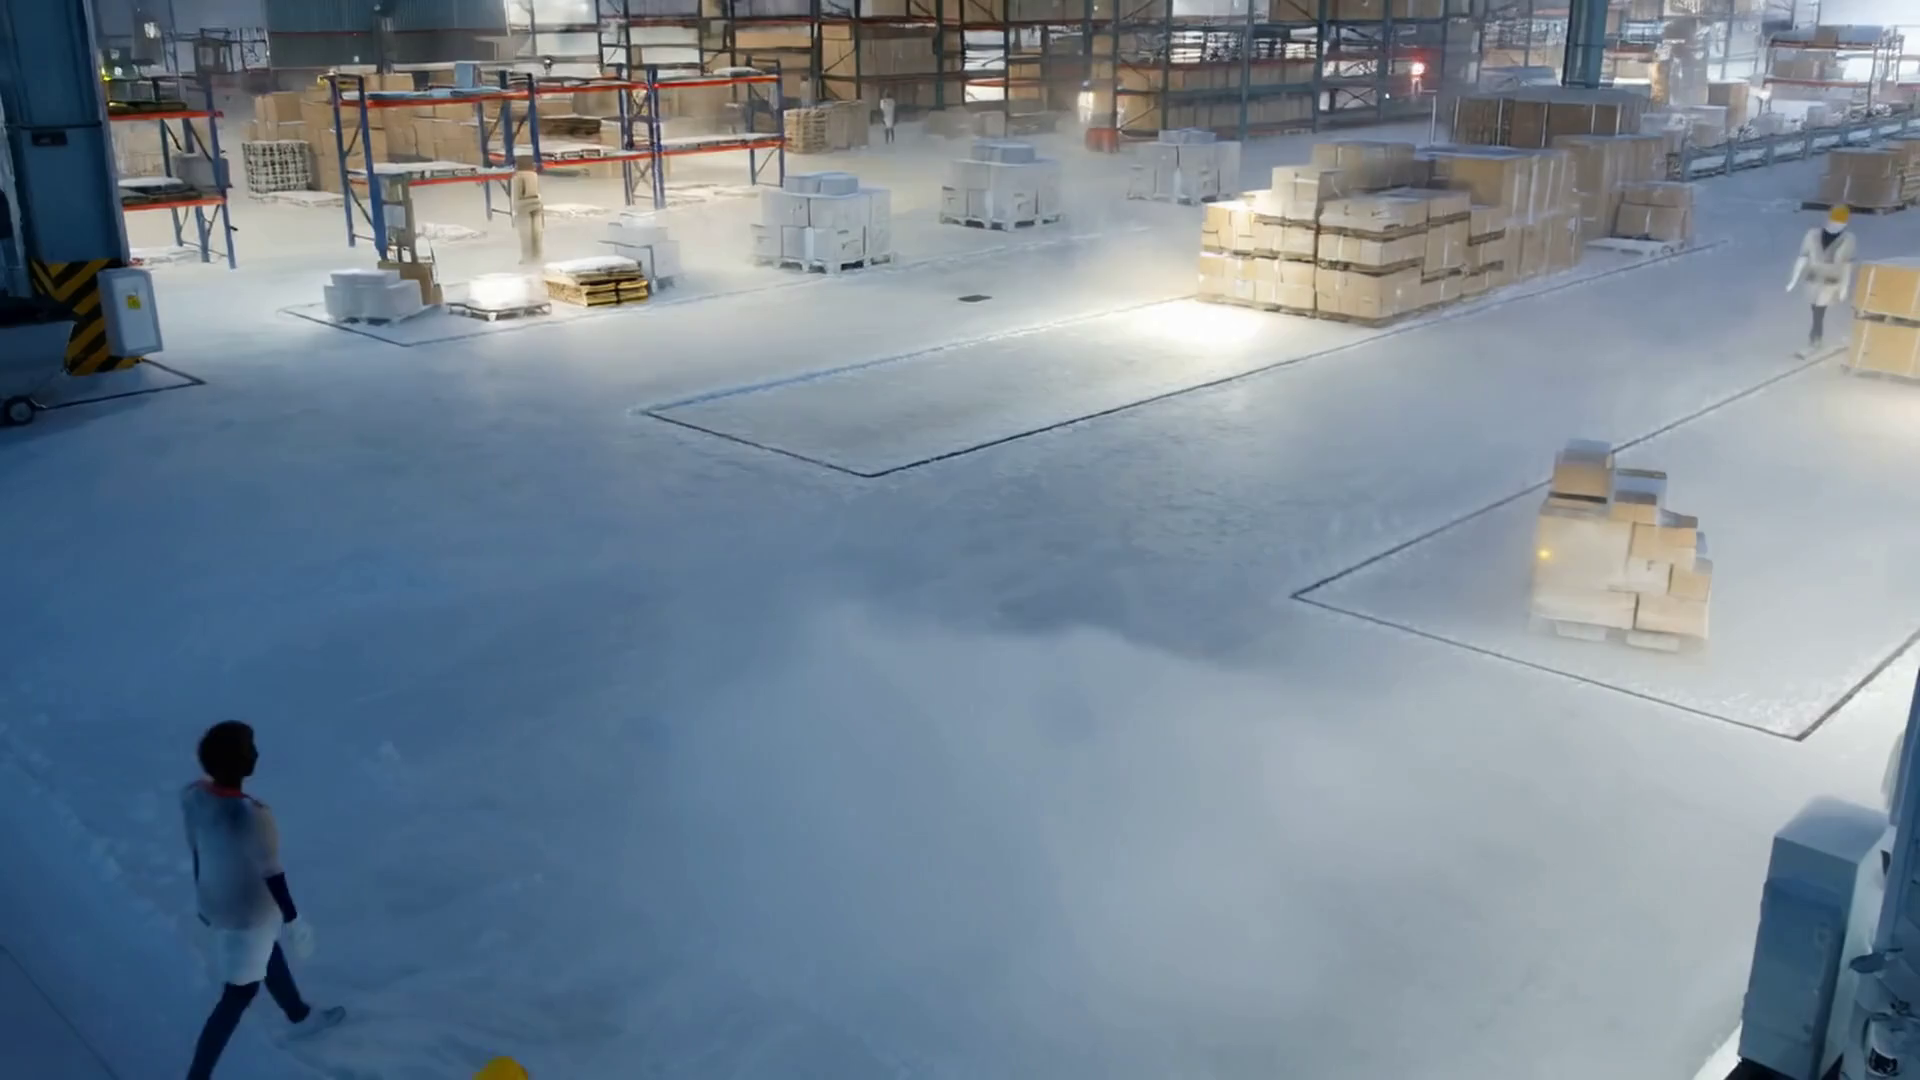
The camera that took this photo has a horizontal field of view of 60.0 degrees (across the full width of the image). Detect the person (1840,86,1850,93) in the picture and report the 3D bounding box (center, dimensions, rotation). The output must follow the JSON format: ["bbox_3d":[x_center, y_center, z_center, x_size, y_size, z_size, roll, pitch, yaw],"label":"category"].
[{"bbox_3d":[31.468,-15.820,59.345,0.862,1.644,0.547,-1,18,-4],"label":"person"}]

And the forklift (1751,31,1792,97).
[{"bbox_3d":[35.159,-20.363,71.133,1.129,2.768,1.873,-16,24,-39],"label":"forklift"}]

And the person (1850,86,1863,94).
[{"bbox_3d":[32.644,-16.337,60.548,0.615,1.904,0.968,-9,20,-25],"label":"person"}]

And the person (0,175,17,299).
[{"bbox_3d":[-14.325,-4.545,24.856,0.608,1.996,0.379,5,19,14],"label":"person"}]

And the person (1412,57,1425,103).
[{"bbox_3d":[18.840,-18.915,68.411,0.580,1.826,0.507,15,24,38],"label":"person"}]

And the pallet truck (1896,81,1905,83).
[{"bbox_3d":[34.802,-16.331,61.455,0.653,1.274,1.630,17,25,41],"label":"pallet truck"}]

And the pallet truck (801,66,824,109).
[{"bbox_3d":[-4.812,-15.182,56.903,0.823,1.965,1.885,-9,21,-26],"label":"pallet truck"}]

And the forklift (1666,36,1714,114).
[{"bbox_3d":[27.341,-17.291,61.877,1.129,2.768,1.873,17,25,41],"label":"forklift"}]

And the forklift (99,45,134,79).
[{"bbox_3d":[-26.334,-14.077,52.195,1.873,2.768,1.129,6,19,18],"label":"forklift"}]

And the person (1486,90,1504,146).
[{"bbox_3d":[15.956,-12.445,49.167,0.749,1.666,0.541,6,19,17],"label":"person"}]

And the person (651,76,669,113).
[{"bbox_3d":[-9.450,-13.629,52.384,0.598,1.901,0.778,-5,19,-16],"label":"person"}]

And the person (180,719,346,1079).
[{"bbox_3d":[-3.053,1.555,7.010,0.541,1.658,0.868,13,22,33],"label":"person"}]

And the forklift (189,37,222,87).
[{"bbox_3d":[-27.337,-16.864,60.591,1.873,2.768,1.129,17,25,41],"label":"forklift"}]

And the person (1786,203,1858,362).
[{"bbox_3d":[10.811,-3.239,20.933,1.061,1.976,0.651,-15,24,-38],"label":"person"}]

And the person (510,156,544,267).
[{"bbox_3d":[-7.344,-5.572,28.216,0.432,1.835,0.619,13,23,35],"label":"person"}]

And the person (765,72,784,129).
[{"bbox_3d":[-6.270,-14.859,56.054,0.643,1.929,0.825,-8,20,-22],"label":"person"}]

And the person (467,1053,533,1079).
[{"bbox_3d":[-1.264,2.238,4.839,0.554,1.716,0.895,1,18,2],"label":"person"}]

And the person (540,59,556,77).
[{"bbox_3d":[-15.862,-17.539,64.093,1.003,1.950,0.610,14,23,36],"label":"person"}]

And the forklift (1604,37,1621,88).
[{"bbox_3d":[23.635,-17.058,61.176,1.129,2.768,1.873,17,25,41],"label":"forklift"}]

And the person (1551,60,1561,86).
[{"bbox_3d":[22.894,-17.355,63.598,0.644,1.904,0.399,-1,18,-4],"label":"person"}]

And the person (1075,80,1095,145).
[{"bbox_3d":[3.830,-12.911,50.235,0.559,1.895,0.976,12,22,31],"label":"person"}]

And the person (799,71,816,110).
[{"bbox_3d":[-5.080,-14.687,55.556,0.494,1.913,0.624,7,20,21],"label":"person"}]

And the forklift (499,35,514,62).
[{"bbox_3d":[-17.217,-17.828,63.494,1.873,2.768,1.129,-8,20,-24],"label":"forklift"}]

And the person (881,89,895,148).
[{"bbox_3d":[-2.127,-12.435,49.097,0.318,1.697,0.535,16,24,40],"label":"person"}]

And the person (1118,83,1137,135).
[{"bbox_3d":[5.497,-13.999,53.519,0.862,1.873,0.680,-15,24,-39],"label":"person"}]

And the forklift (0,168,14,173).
[{"bbox_3d":[-24.990,-10.578,41.652,1.129,2.768,1.873,17,25,41],"label":"forklift"}]

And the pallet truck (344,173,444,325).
[{"bbox_3d":[-8.209,-4.181,23.757,0.823,1.965,1.885,3,19,9],"label":"pallet truck"}]
